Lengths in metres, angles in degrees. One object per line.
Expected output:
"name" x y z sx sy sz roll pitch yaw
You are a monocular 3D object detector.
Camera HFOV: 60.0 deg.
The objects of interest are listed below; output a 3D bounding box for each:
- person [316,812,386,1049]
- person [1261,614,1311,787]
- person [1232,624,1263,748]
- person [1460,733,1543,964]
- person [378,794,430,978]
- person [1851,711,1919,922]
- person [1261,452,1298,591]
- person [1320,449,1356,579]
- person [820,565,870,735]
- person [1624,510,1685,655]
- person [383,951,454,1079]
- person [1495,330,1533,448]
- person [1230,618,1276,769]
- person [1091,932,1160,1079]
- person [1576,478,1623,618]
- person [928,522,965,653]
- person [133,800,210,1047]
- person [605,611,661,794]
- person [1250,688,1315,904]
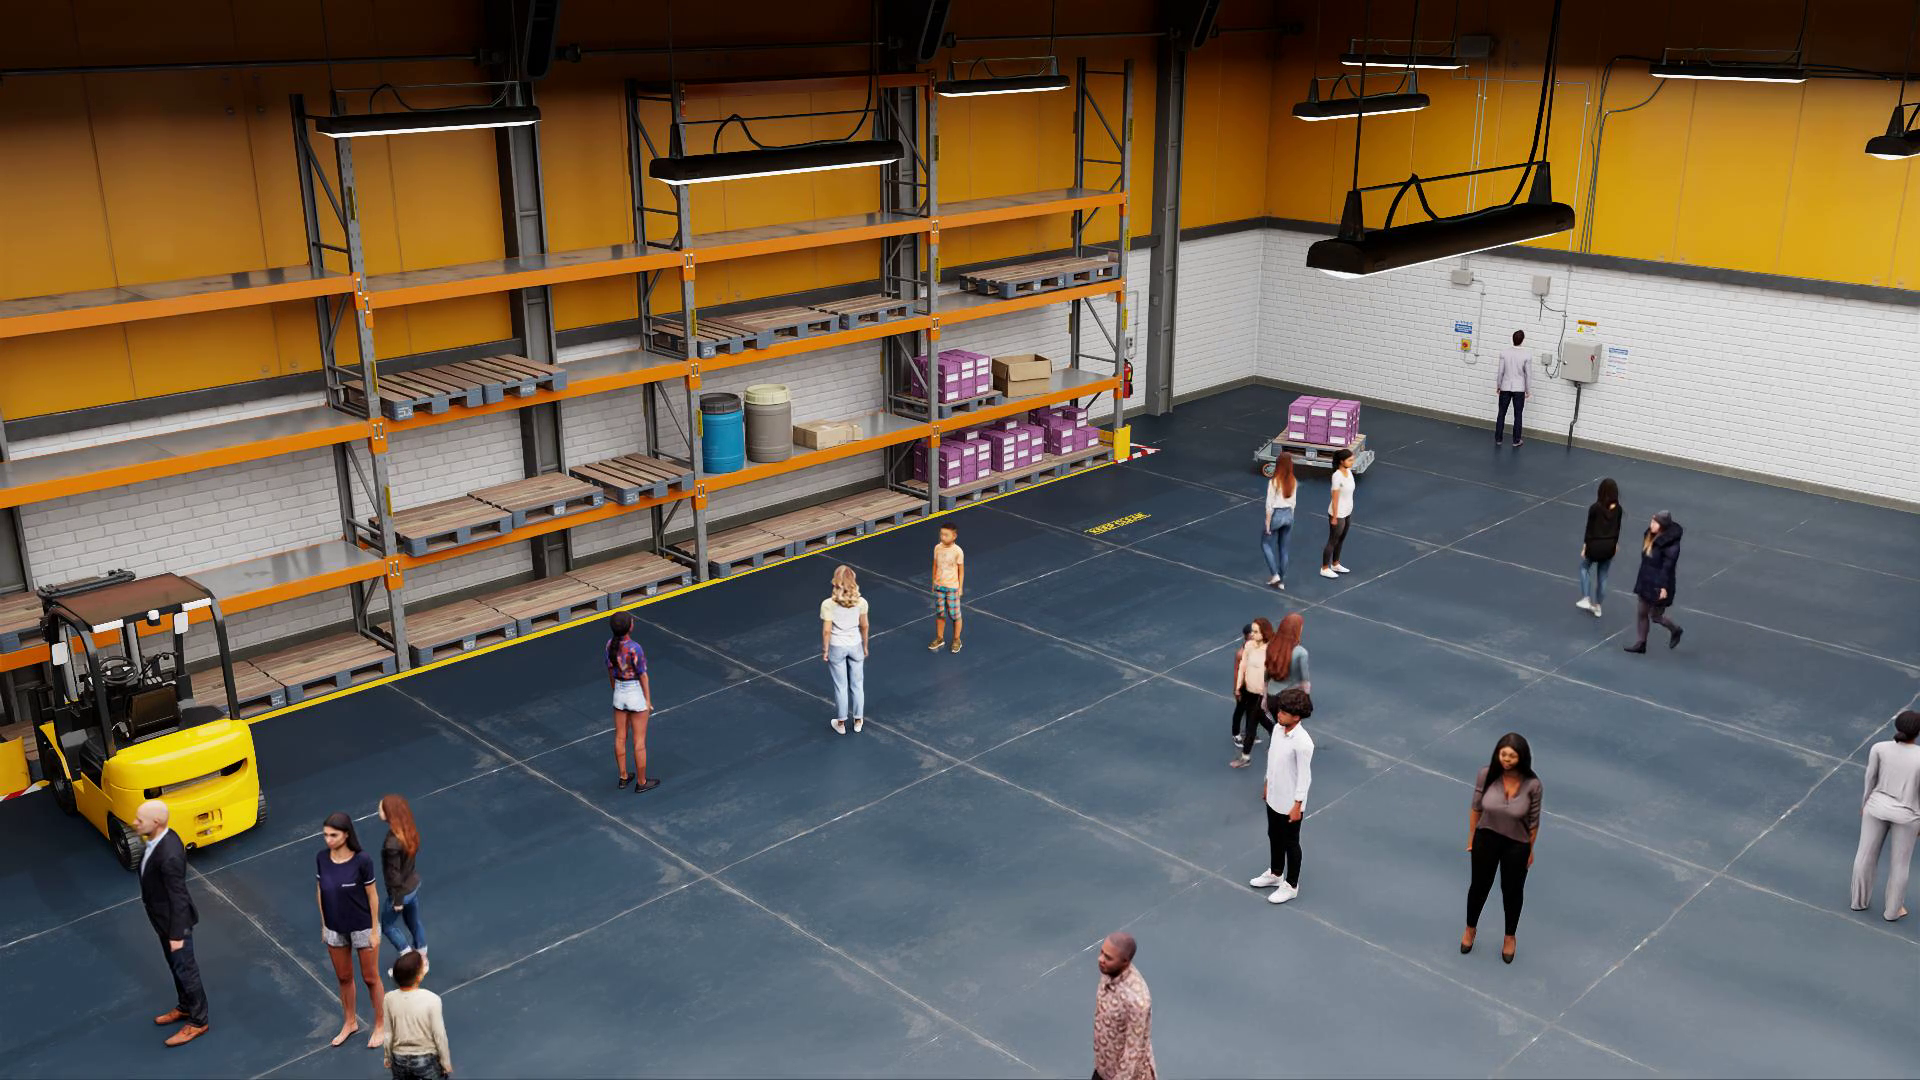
"person" -4.195 2.675 11.482 0.662 1.766 0.699 3 19 9
"person" 2.877 1.513 14.991 0.559 1.729 0.567 17 25 42
"person" 2.798 1.386 16.120 0.506 1.249 0.635 -9 20 -24
"person" 4.068 2.294 12.495 0.733 1.842 0.721 8 20 23
"person" -4.052 2.559 12.288 0.728 1.472 0.665 0 19 1
"person" 7.344 2.150 13.088 0.646 1.737 0.545 16 24 39
"person" 3.918 -0.210 20.124 0.694 1.719 0.762 -6 20 -17
"person" 4.706 -0.340 20.634 0.644 1.638 0.494 14 23 35
"person" -1.116 1.074 16.304 0.650 1.723 0.769 -5 19 -15
"person" 7.677 0.480 18.167 1.018 1.659 0.910 -4 19 -11
"person" -3.391 3.246 10.286 0.802 1.447 0.855 -2 19 -5
"person" 8.804 -2.425 26.494 0.745 1.850 0.679 9 21 25
"person" 2.875 1.416 15.707 0.993 1.456 0.704 -12 22 -31
"person" 1.078 3.157 10.062 1.286 1.759 1.031 -7 20 -19
"person" 7.462 0.106 19.316 0.710 1.635 0.768 0 19 1
"person" -0.135 0.506 18.402 0.585 1.461 0.594 8 20 22
"person" -5.491 2.621 11.588 0.621 1.801 0.700 -14 23 -35
"person" -3.013 1.453 15.147 0.649 1.743 0.614 10 21 26
"person" 2.618 2.027 13.339 0.696 1.809 0.712 -8 20 -22
